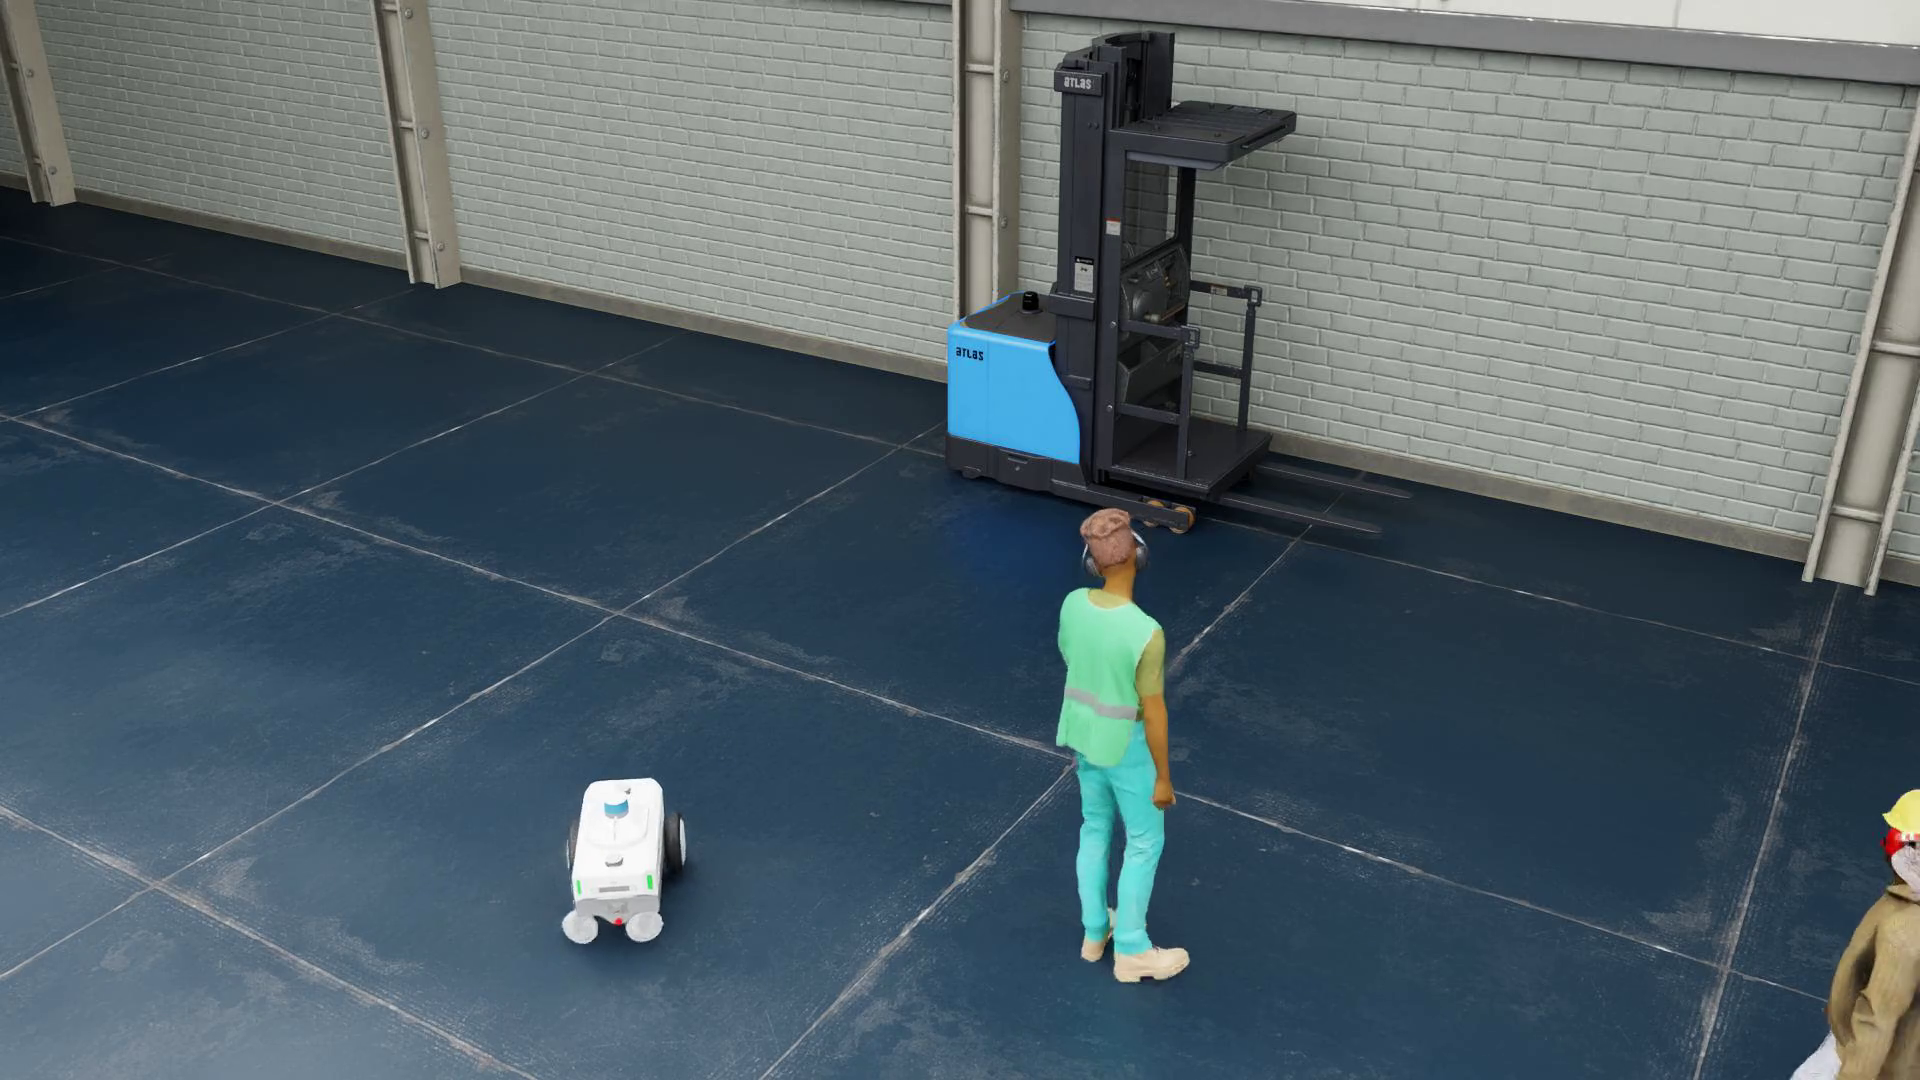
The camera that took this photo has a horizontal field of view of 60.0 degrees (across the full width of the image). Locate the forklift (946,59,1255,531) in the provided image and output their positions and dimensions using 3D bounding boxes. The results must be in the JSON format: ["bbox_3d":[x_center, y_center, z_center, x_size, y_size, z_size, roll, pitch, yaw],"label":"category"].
[{"bbox_3d":[0.933,-1.707,10.833,1.873,2.768,1.129,15,29,28],"label":"forklift"}]

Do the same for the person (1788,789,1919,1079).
[{"bbox_3d":[2.811,1.578,5.215,0.488,1.731,0.586,18,31,33],"label":"person"}]

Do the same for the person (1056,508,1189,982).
[{"bbox_3d":[0.620,0.831,6.544,0.362,1.950,0.649,-21,33,-37],"label":"person"}]

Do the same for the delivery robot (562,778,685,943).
[{"bbox_3d":[-1.460,1.338,7.116,0.525,0.613,0.785,-3,25,-6],"label":"delivery robot"}]
